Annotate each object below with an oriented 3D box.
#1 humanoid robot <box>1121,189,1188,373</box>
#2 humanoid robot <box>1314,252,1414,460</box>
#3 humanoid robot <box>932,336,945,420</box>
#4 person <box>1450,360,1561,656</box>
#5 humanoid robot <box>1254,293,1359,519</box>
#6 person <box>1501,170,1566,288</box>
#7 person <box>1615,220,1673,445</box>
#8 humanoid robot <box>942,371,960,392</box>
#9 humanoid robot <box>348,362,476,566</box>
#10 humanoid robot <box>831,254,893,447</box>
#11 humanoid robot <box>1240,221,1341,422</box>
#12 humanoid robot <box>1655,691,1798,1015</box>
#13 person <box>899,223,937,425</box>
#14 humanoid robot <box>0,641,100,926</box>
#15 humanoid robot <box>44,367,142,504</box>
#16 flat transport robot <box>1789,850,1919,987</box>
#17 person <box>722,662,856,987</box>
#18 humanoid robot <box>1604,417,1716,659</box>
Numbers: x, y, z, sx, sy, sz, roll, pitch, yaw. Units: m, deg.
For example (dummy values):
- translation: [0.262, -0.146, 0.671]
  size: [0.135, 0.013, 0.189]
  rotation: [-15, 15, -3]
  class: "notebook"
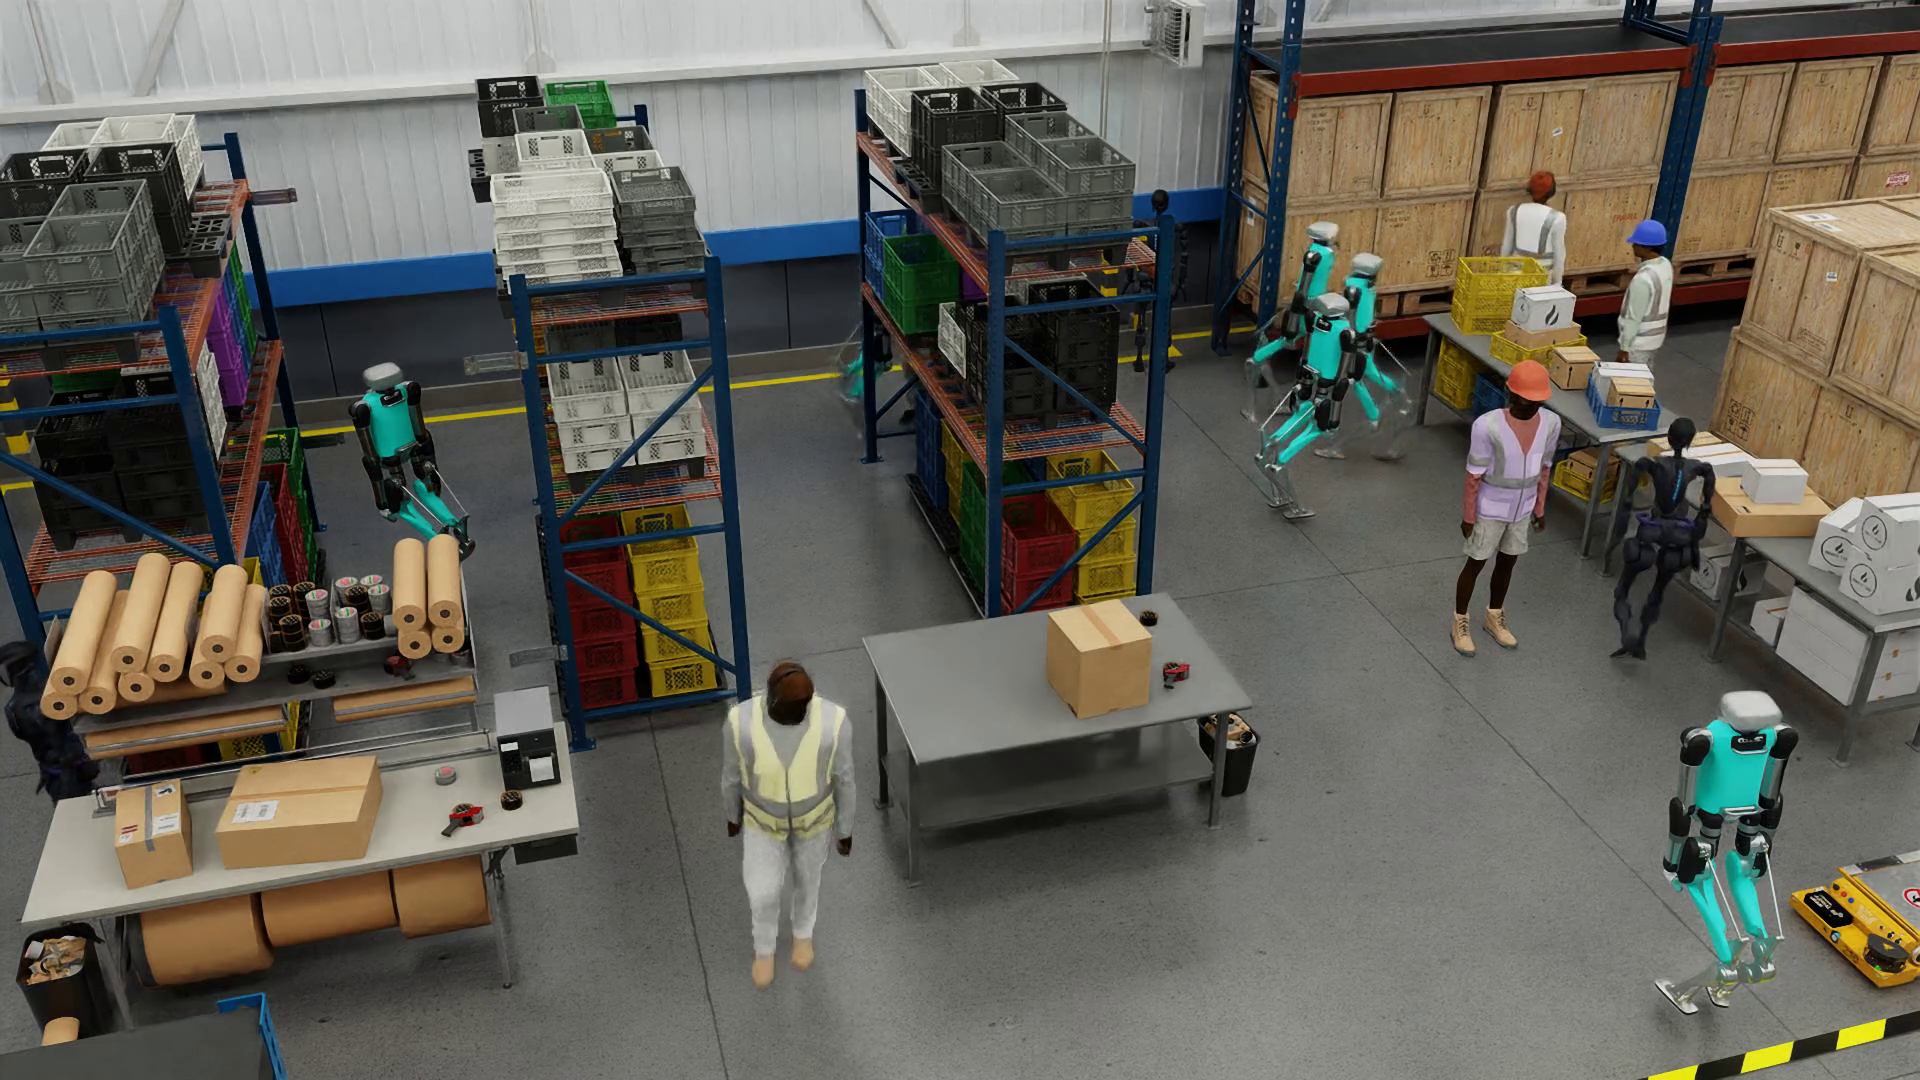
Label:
- translation: [1.744, -2.322, 14.906]
  size: [0.599, 1.659, 0.315]
  rotation: [7, 29, 12]
  class: "humanoid robot"
- translation: [3.344, -1.375, 13.159]
  size: [0.890, 1.782, 0.554]
  rotation: [14, 32, 23]
  class: "humanoid robot"
- translation: [-0.198, -1.764, 13.905]
  size: [0.337, 1.652, 0.602]
  rotation: [1, 29, 2]
  class: "humanoid robot"
- translation: [3.511, -0.204, 10.694]
  size: [0.606, 2.044, 0.368]
  rotation: [-7, 30, -13]
  class: "person"
- translation: [2.482, -0.964, 12.287]
  size: [0.736, 1.689, 0.531]
  rotation: [-13, 31, -23]
  class: "humanoid robot"
- translation: [5.096, -2.371, 14.812]
  size: [0.686, 1.864, 0.613]
  rotation: [-21, 35, -33]
  class: "person"
- translation: [5.452, -1.638, 13.426]
  size: [0.440, 1.933, 0.613]
  rotation: [21, 35, 33]
  class: "person"
- translation: [0.008, -1.670, 13.762]
  size: [0.558, 1.644, 0.605]
  rotation: [-3, 29, -6]
  class: "humanoid robot"
- translation: [-3.573, -0.336, 11.108]
  size: [0.735, 1.677, 0.533]
  rotation: [18, 33, 29]
  class: "humanoid robot"
- translation: [-0.785, -1.552, 13.493]
  size: [0.721, 1.806, 0.544]
  rotation: [-8, 30, -13]
  class: "humanoid robot"
- translation: [2.680, -1.847, 14.004]
  size: [0.860, 1.775, 0.579]
  rotation: [18, 33, 29]
  class: "humanoid robot"
- translation: [3.596, 1.549, 7.682]
  size: [0.533, 1.674, 0.735]
  rotation: [-3, 29, -6]
  class: "humanoid robot"
- translation: [-0.370, -1.803, 13.830]
  size: [0.627, 1.811, 0.484]
  rotation: [13, 31, 22]
  class: "person"
- translation: [-4.522, 1.212, 8.511]
  size: [0.560, 1.639, 0.611]
  rotation: [-23, 36, -36]
  class: "humanoid robot"
- translation: [-6.450, -0.951, 12.413]
  size: [0.599, 1.657, 0.315]
  rotation: [-24, 37, -36]
  class: "humanoid robot"
- translation: [5.163, 1.916, 8.676]
  size: [1.431, 0.231, 0.659]
  rotation: [-8, 30, -14]
  class: "flat transport robot"
- translation: [-0.817, 1.380, 8.046]
  size: [0.643, 1.814, 0.554]
  rotation: [-4, 29, -6]
  class: "person"
- translation: [4.481, 0.024, 10.655]
  size: [0.589, 1.636, 0.499]
  rotation: [4, 29, 7]
  class: "humanoid robot"
